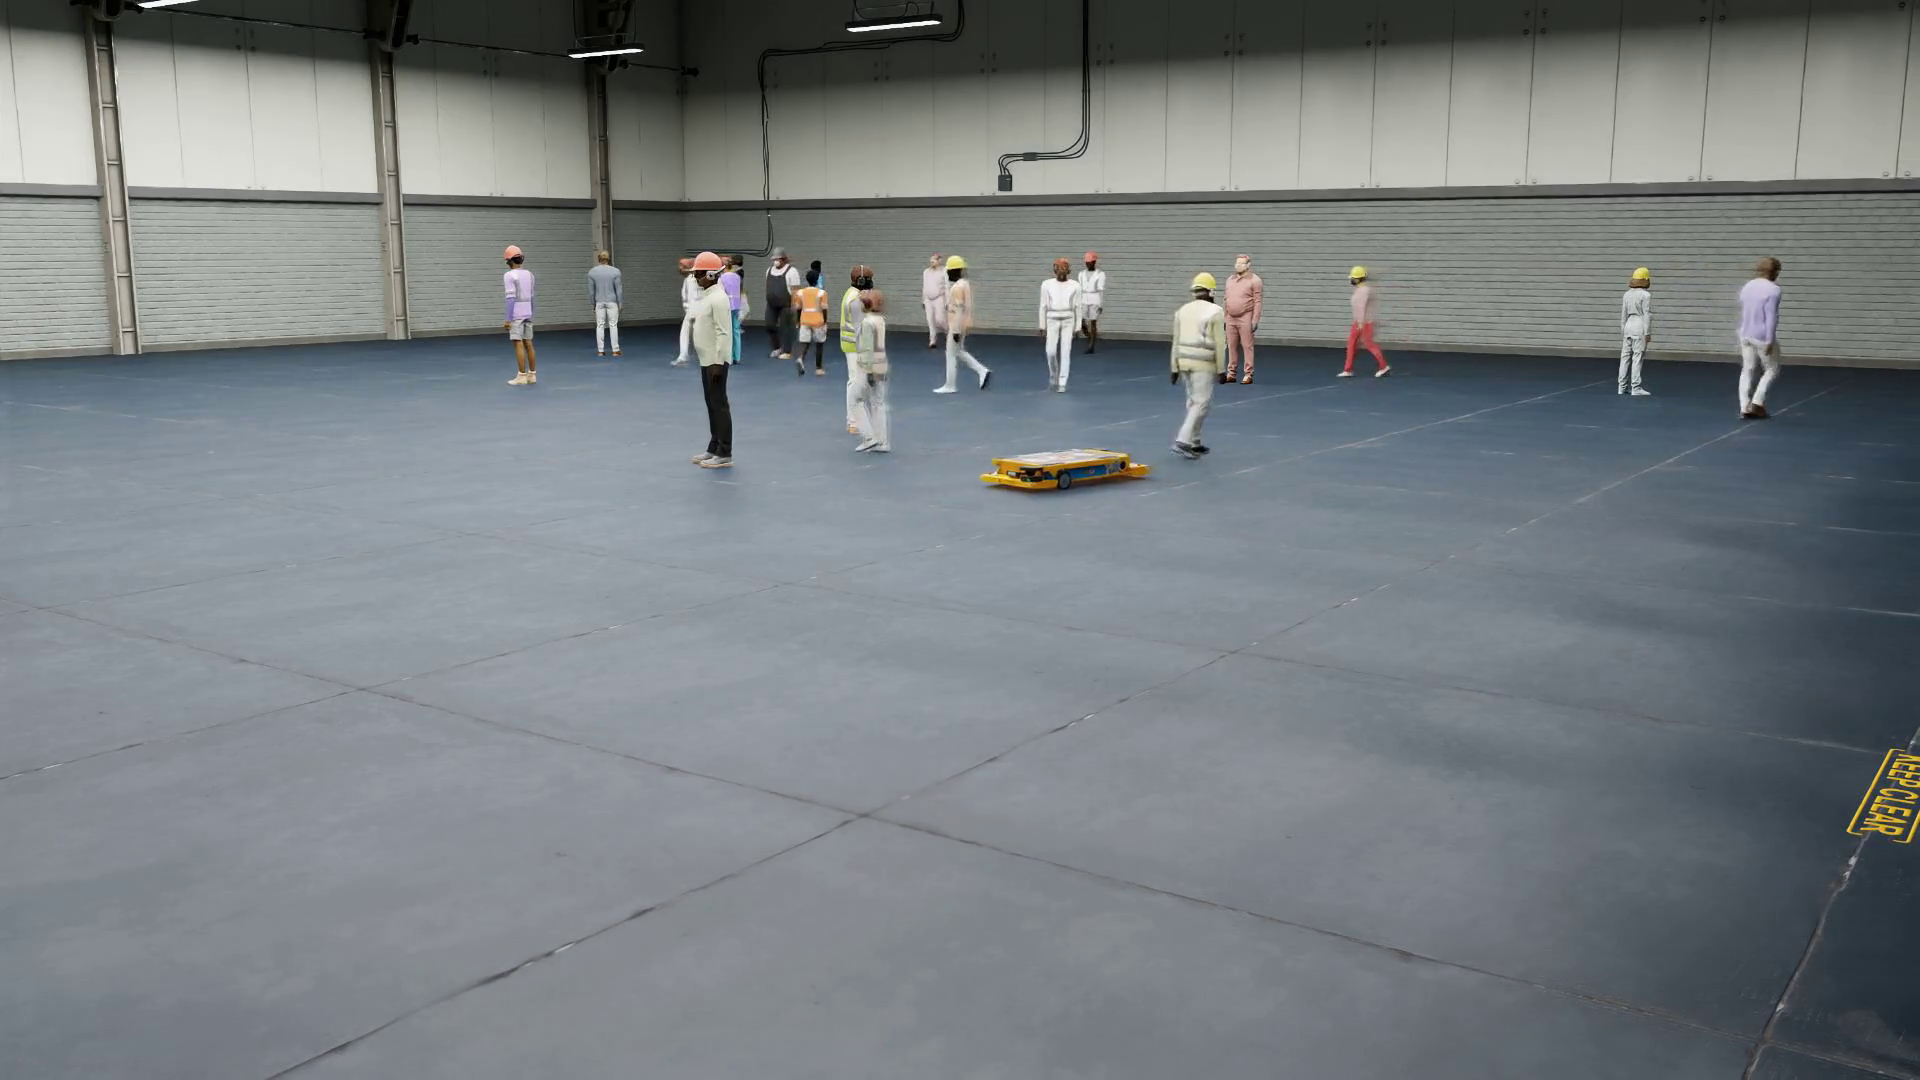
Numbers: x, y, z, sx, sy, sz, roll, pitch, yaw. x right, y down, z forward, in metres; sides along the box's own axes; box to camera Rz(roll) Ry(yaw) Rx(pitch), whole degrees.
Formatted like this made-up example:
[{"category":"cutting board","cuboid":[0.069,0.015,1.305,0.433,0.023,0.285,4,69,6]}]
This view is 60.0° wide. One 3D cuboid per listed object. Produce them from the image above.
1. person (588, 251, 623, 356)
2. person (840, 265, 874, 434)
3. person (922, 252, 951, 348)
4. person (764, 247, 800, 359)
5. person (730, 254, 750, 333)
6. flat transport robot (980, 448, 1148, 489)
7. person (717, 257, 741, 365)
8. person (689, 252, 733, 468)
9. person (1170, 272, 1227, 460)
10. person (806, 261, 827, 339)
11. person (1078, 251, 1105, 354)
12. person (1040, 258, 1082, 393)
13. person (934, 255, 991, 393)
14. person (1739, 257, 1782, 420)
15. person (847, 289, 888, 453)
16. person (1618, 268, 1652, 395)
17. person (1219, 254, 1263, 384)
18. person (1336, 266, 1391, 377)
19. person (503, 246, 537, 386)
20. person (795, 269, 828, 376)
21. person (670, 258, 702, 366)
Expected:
[{"category":"person","cuboid":[-6.507,-4.346,30.616,0.632,1.940,0.372,1,10,4]},{"category":"person","cuboid":[-1.092,-2.072,18.185,0.429,1.835,0.630,-2,10,-9]},{"category":"person","cuboid":[-0.453,-4.746,32.967,0.640,1.897,0.545,7,12,33]},{"category":"person","cuboid":[-3.213,-4.250,29.794,0.709,2.000,0.539,5,11,26]},{"category":"person","cuboid":[-5.115,-5.664,38.320,0.445,1.831,0.631,-7,12,-35]},{"category":"flat transport robot","cuboid":[0.916,-0.632,14.485,1.431,0.197,0.652,-9,13,-40]},{"category":"person","cuboid":[-3.933,-3.895,28.344,0.390,1.848,0.563,6,12,29]},{"category":"person","cuboid":[-2.310,-1.675,15.497,0.382,1.993,0.622,-4,11,-20]},{"category":"person","cuboid":[2.265,-1.689,16.153,0.679,1.800,0.611,-8,13,-37]},{"category":"person","cuboid":[-3.135,-5.210,36.131,0.322,1.696,0.536,-8,13,-39]},{"category":"person","cuboid":[2.442,-4.456,31.271,0.568,1.923,0.400,6,12,29]},{"category":"person","cuboid":[1.407,-2.986,23.179,0.599,1.873,0.423,1,10,3]},{"category":"person","cuboid":[0.021,-2.977,23.024,0.714,1.909,0.606,2,10,10]},{"category":"person","cuboid":[9.425,-2.359,19.566,0.478,1.918,0.623,-3,11,-17]},{"category":"person","cuboid":[-0.908,-1.664,16.477,0.425,1.625,0.519,3,11,19]},{"category":"person","cuboid":[9.304,-2.860,22.842,0.295,1.743,0.493,-4,11,-22]},{"category":"person","cuboid":[4.141,-3.262,24.623,0.651,1.913,0.410,10,14,43]},{"category":"person","cuboid":[6.284,-3.375,25.759,0.798,1.728,0.525,-2,10,-9]},{"category":"person","cuboid":[-6.467,-3.270,24.315,0.400,2.037,0.610,4,11,22]},{"category":"person","cuboid":[-2.316,-3.364,25.848,0.539,1.675,0.654,3,11,16]},{"category":"person","cuboid":[-4.466,-3.879,28.330,0.903,1.838,0.621,-3,11,-18]}]
